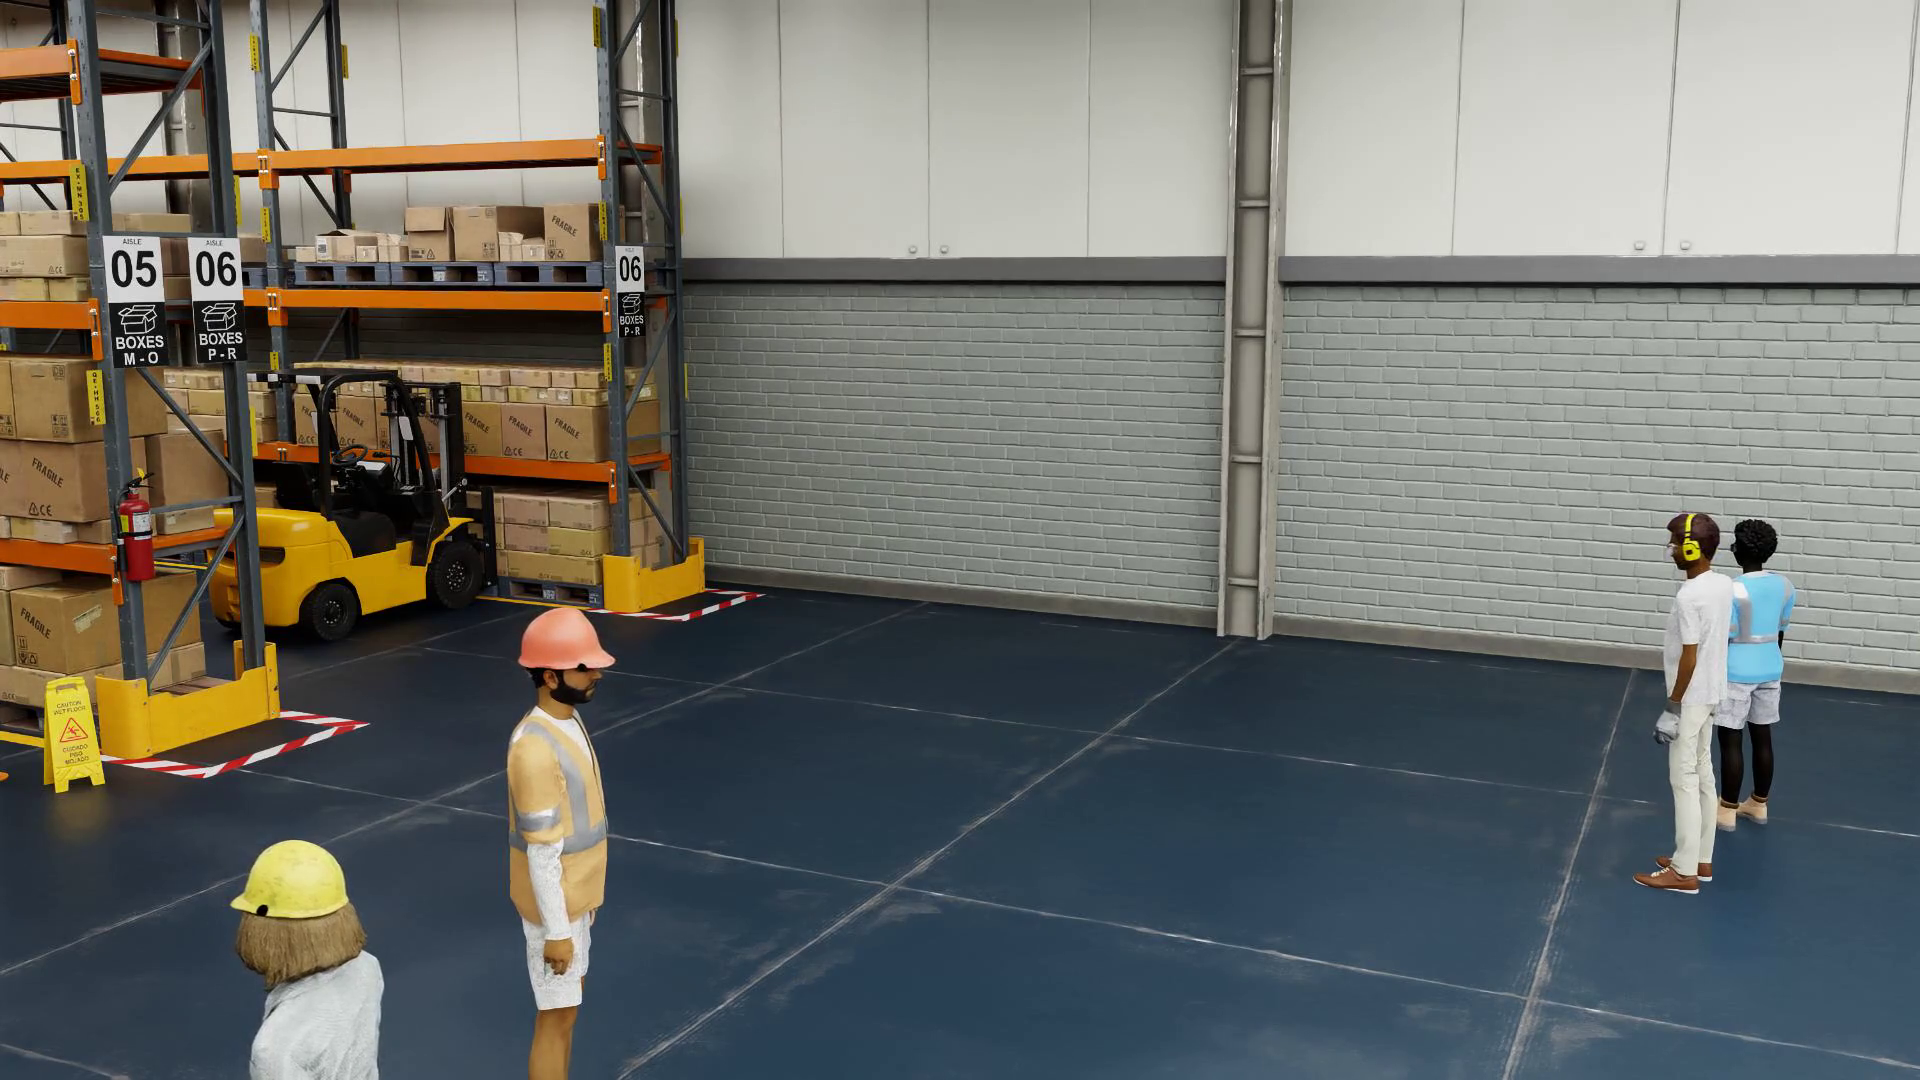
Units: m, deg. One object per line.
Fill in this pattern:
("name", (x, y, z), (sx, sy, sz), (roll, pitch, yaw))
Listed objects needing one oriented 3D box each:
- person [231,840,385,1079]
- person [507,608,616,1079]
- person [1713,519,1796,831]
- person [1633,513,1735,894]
("person", (-1.493, 1.541, 3.882), (0.308, 1.744, 0.485), (1, 9, 4))
("person", (-1.301, 1.176, 5.529), (0.362, 1.938, 0.545), (-1, 9, -6))
("person", (4.248, 0.729, 9.007), (0.535, 1.697, 0.318), (-4, 10, -24))
("person", (3.549, 0.791, 8.117), (0.328, 1.865, 0.519), (9, 13, 44))
